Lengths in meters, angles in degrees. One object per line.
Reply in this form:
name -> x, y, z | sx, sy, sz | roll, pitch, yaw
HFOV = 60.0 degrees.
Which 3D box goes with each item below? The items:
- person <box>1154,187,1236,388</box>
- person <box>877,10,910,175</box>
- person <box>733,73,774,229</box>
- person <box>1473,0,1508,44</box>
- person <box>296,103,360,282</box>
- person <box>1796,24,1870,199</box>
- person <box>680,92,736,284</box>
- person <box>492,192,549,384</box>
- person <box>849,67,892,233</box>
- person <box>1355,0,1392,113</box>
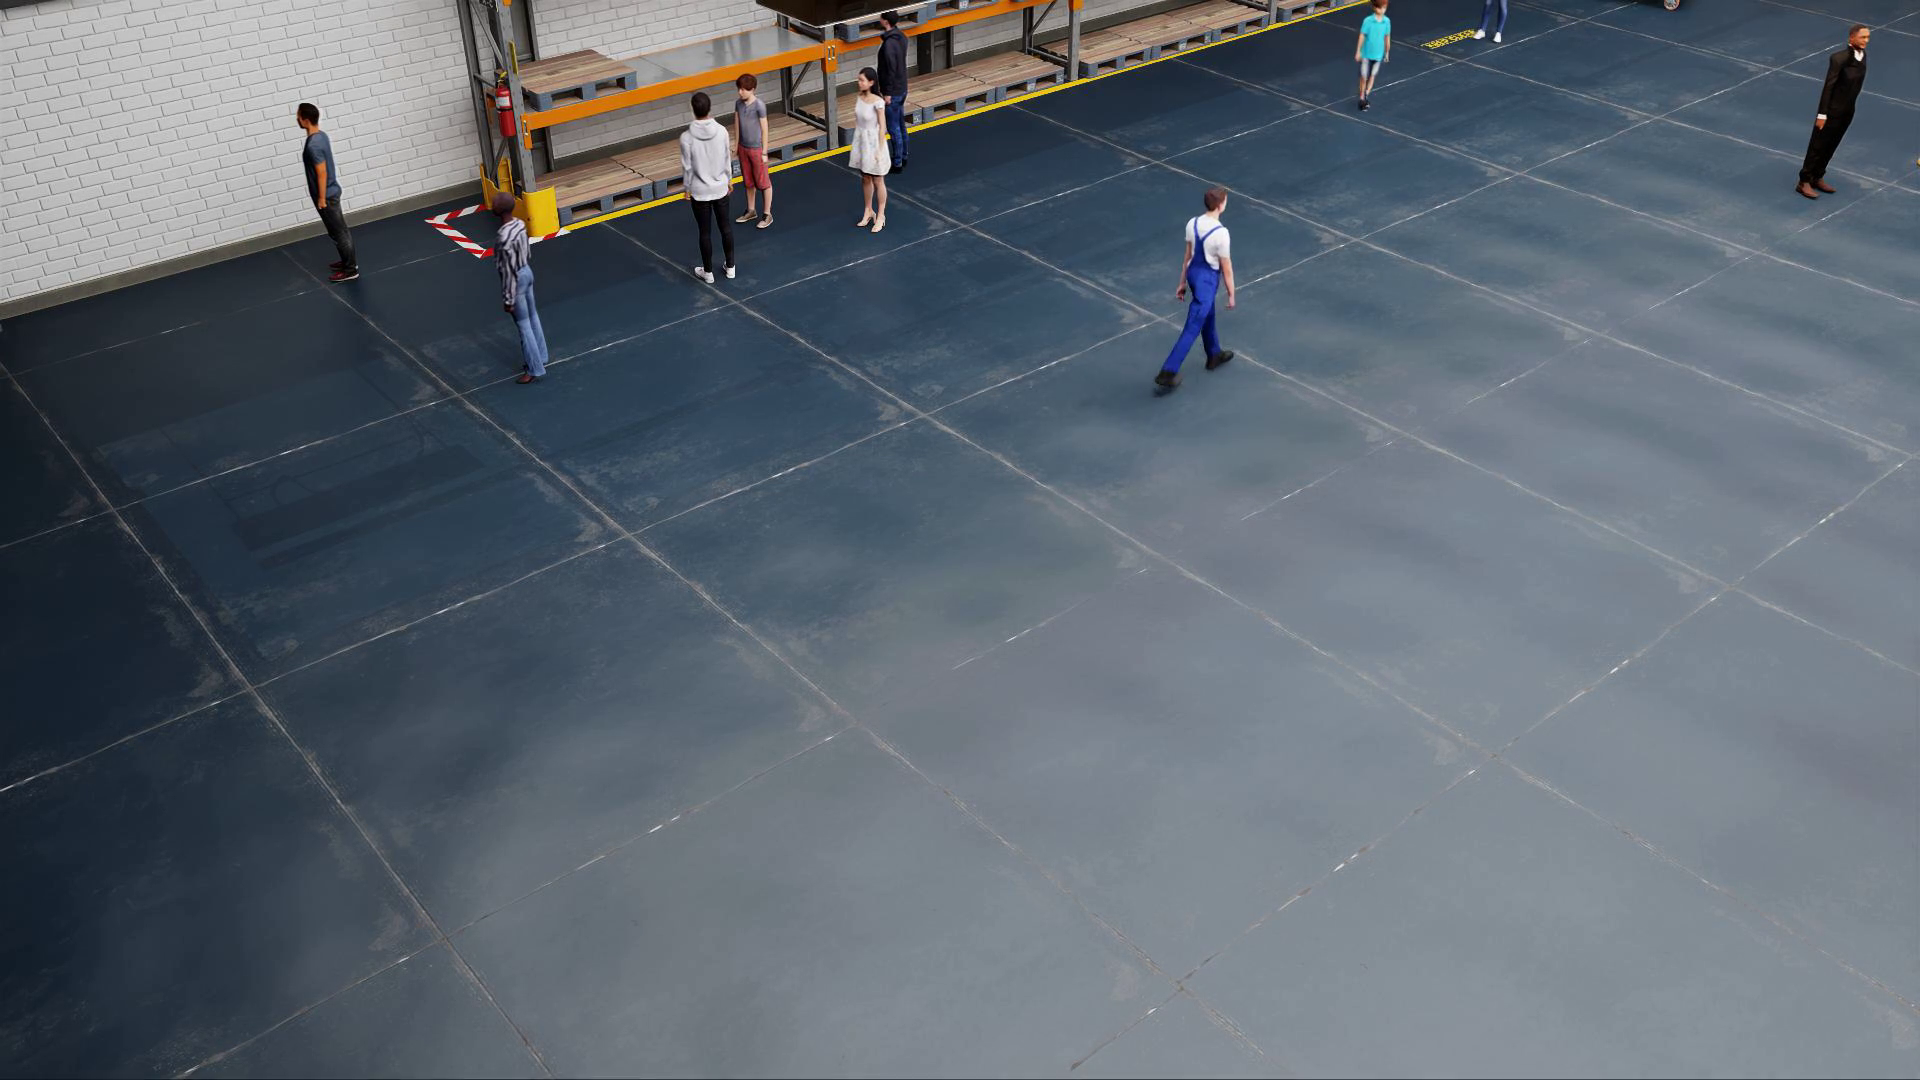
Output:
person -> 2.081, -2.196, 14.722 | 1.246, 1.810, 0.656 | -24, 40, -31
person -> -0.759, -5.173, 19.127 | 0.825, 1.893, 0.718 | 8, 35, 12
person -> -2.221, -4.206, 17.890 | 0.643, 1.651, 0.628 | 18, 38, 26
person -> 7.604, -7.898, 23.383 | 0.669, 1.719, 0.630 | 20, 38, 27
person -> -6.349, -3.494, 16.676 | 0.705, 1.809, 0.732 | -7, 34, -11
person -> 9.771, -4.805, 18.563 | 0.607, 1.904, 0.786 | -18, 38, -25
person -> -2.496, -3.518, 16.603 | 0.610, 1.931, 0.785 | -17, 37, -23
person -> -3.931, -2.255, 14.824 | 0.752, 1.795, 0.696 | 2, 34, 4
person -> -0.952, -4.154, 17.701 | 0.619, 1.774, 0.637 | -26, 41, -33
person -> 5.201, -6.197, 21.085 | 0.850, 1.430, 0.859 | -3, 34, -4
